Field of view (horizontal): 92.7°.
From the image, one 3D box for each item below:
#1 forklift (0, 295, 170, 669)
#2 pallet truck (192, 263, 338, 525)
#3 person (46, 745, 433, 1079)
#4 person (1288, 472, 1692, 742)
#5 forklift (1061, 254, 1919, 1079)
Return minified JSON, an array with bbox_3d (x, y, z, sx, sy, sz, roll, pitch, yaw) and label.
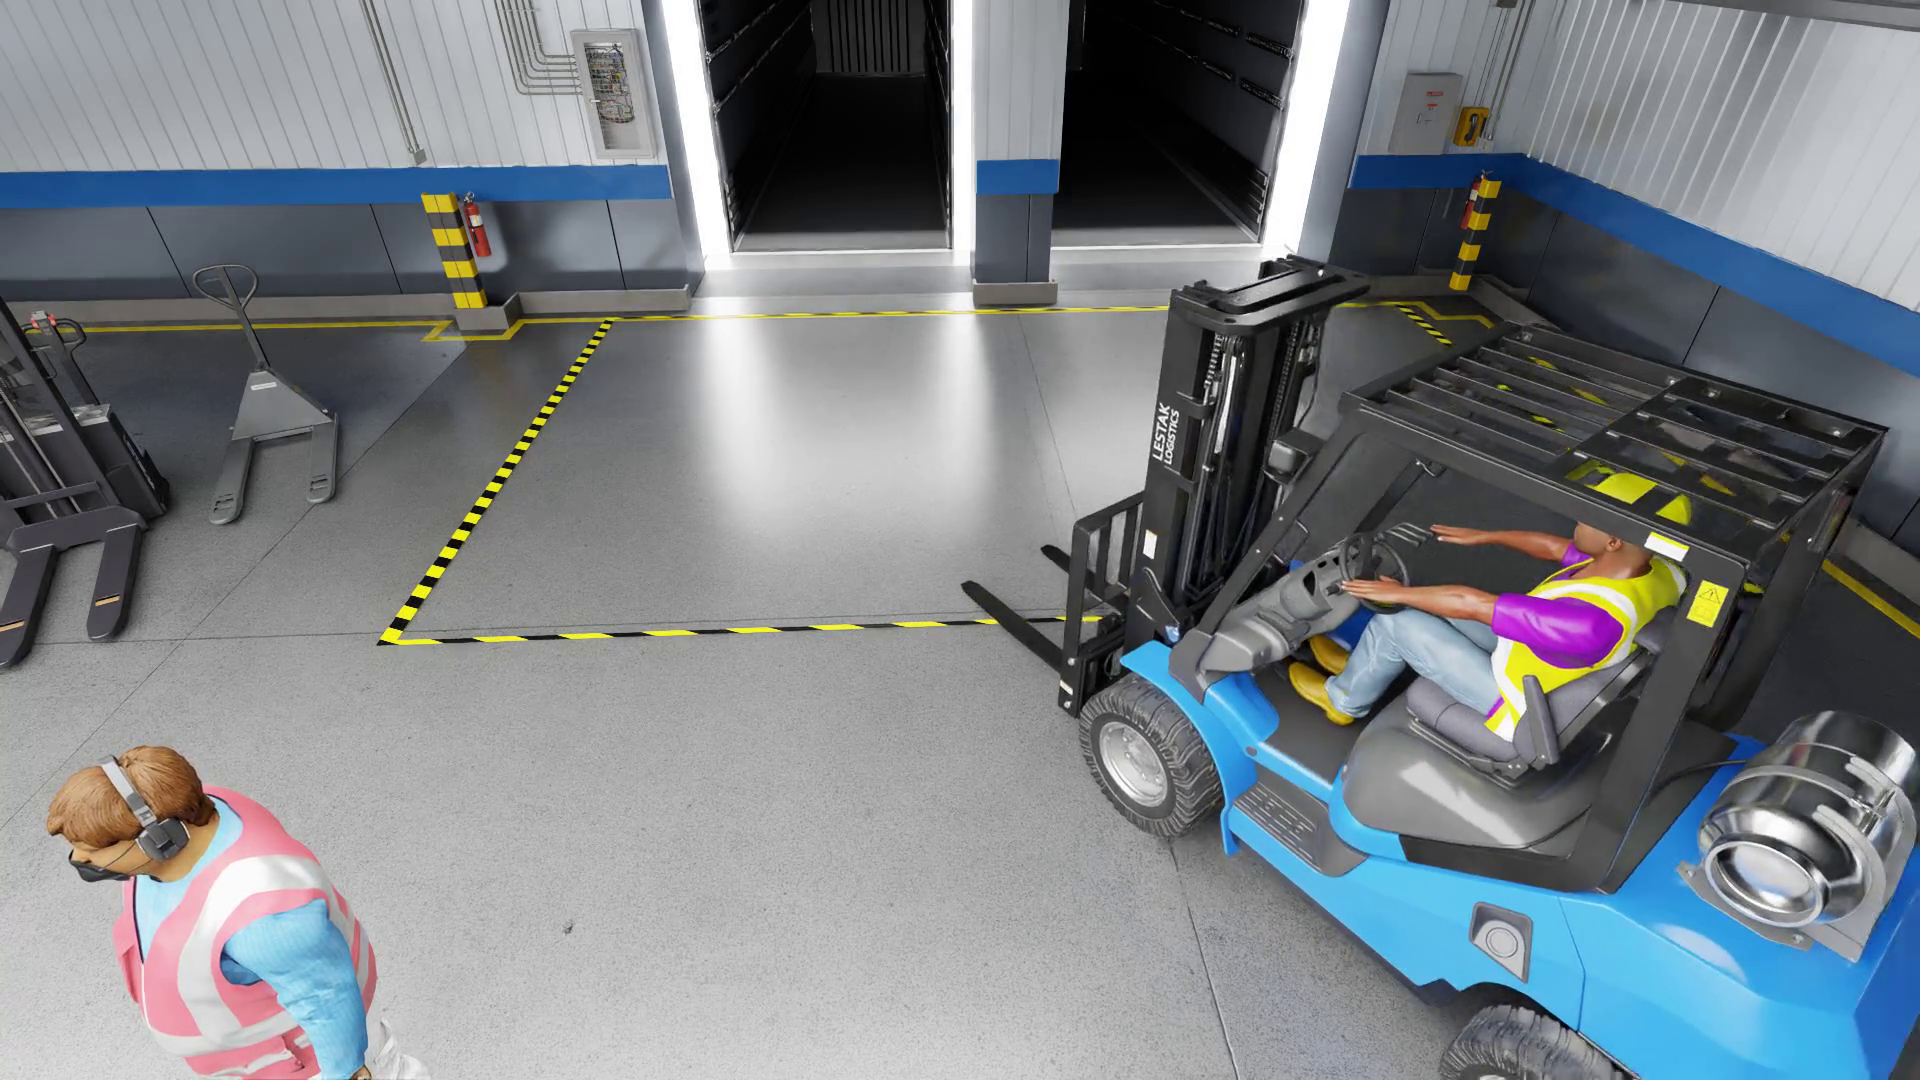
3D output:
[{"bbox_3d":[-5.212,-0.618,4.878,0.823,1.965,1.885,-20,39,-26],"label":"forklift"},{"bbox_3d":[-4.778,-1.027,6.128,0.680,1.201,1.601,-17,38,-23],"label":"pallet truck"},{"bbox_3d":[-1.737,1.218,2.376,0.626,1.844,0.429,20,39,26],"label":"person"},{"bbox_3d":[1.672,0.207,3.055,0.635,1.293,1.002,-23,41,-30],"label":"person"},{"bbox_3d":[1.703,0.390,3.118,1.157,2.036,2.680,-23,41,-30],"label":"forklift"}]
